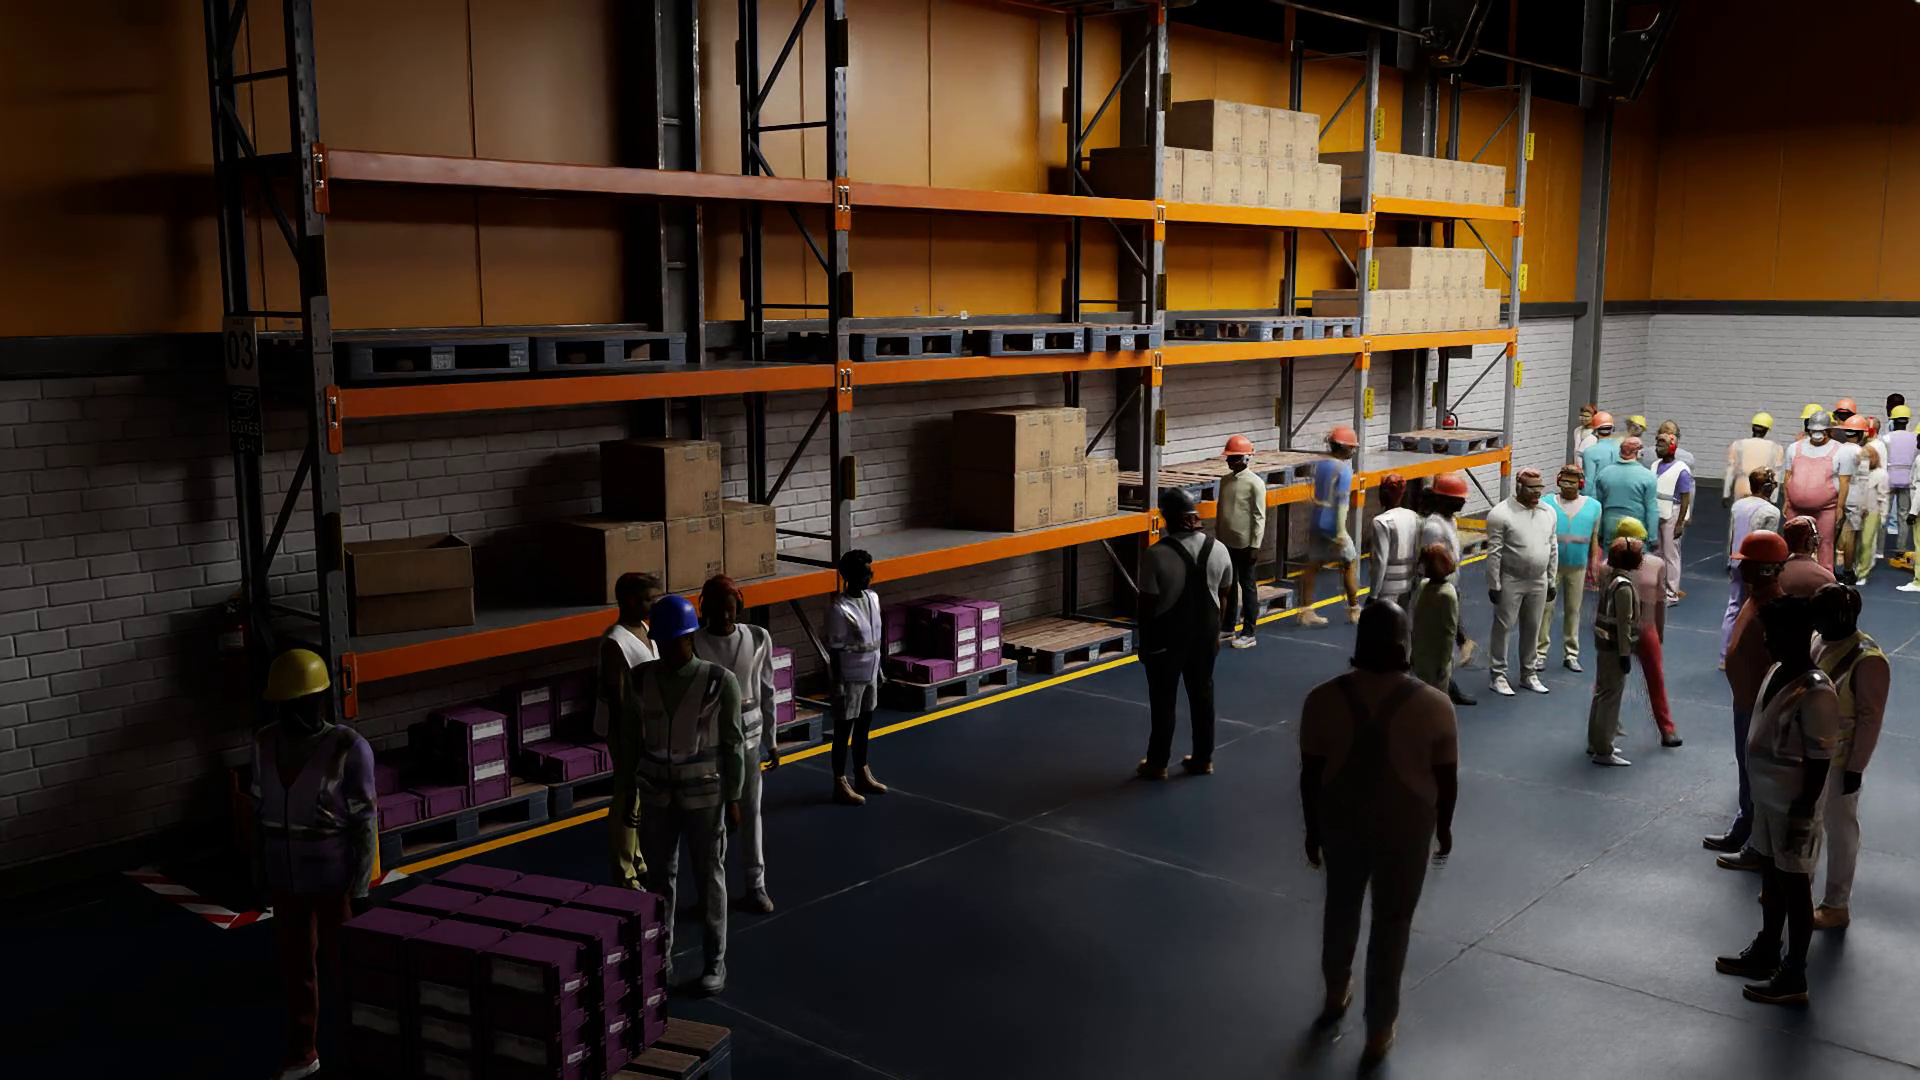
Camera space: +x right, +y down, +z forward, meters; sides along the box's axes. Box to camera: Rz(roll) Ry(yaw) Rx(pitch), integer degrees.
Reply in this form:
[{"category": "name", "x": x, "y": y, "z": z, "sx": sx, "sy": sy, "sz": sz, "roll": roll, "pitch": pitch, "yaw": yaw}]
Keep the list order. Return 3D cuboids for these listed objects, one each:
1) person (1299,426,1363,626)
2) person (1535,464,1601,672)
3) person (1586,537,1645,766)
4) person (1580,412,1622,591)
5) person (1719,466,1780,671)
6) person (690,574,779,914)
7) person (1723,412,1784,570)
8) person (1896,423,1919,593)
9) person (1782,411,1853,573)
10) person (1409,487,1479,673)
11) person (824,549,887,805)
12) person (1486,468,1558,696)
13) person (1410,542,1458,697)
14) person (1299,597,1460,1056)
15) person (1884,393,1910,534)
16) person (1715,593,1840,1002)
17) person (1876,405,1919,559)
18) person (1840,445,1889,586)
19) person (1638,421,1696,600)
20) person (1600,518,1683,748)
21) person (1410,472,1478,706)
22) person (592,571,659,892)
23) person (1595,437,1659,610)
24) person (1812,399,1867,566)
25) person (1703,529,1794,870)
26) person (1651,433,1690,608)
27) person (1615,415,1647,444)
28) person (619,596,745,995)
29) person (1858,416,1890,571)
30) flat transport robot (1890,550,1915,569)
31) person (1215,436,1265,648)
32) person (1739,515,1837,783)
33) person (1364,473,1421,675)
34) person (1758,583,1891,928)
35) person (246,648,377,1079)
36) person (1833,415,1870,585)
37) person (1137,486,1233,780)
[{"category": "person", "x": 3.780, "y": -0.132, "z": 16.538, "sx": 0.900, "sy": 2.002, "sz": 0.622, "roll": -4, "pitch": 10, "yaw": -23}, {"category": "person", "x": 5.325, "y": 0.245, "z": 14.648, "sx": 0.563, "sy": 1.839, "sz": 0.394, "roll": 1, "pitch": 9, "yaw": 9}, {"category": "person", "x": 4.670, "y": 0.785, "z": 11.831, "sx": 0.312, "sy": 1.632, "sz": 0.513, "roll": 2, "pitch": 9, "yaw": 11}, {"category": "person", "x": 7.116, "y": -0.427, "z": 18.486, "sx": 0.612, "sy": 1.991, "sz": 0.392, "roll": -4, "pitch": 10, "yaw": -23}, {"category": "person", "x": 6.895, "y": 0.276, "z": 14.473, "sx": 0.349, "sy": 1.837, "sz": 0.502, "roll": -3, "pitch": 9, "yaw": -20}, {"category": "person", "x": -1.268, "y": 1.107, "z": 8.973, "sx": 0.588, "sy": 1.878, "sz": 0.371, "roll": -4, "pitch": 10, "yaw": -25}, {"category": "person", "x": 9.332, "y": -0.552, "z": 19.583, "sx": 0.606, "sy": 1.895, "sz": 0.525, "roll": 5, "pitch": 10, "yaw": 28}, {"category": "person", "x": 10.648, "y": -0.377, "z": 18.371, "sx": 0.585, "sy": 1.929, "sz": 0.370, "roll": -7, "pitch": 11, "yaw": -38}, {"category": "person", "x": 9.396, "y": -0.426, "z": 18.325, "sx": 0.683, "sy": 2.000, "sz": 0.536, "roll": 8, "pitch": 12, "yaw": 43}, {"category": "person", "x": 4.187, "y": 0.348, "z": 14.513, "sx": 0.763, "sy": 1.668, "sz": 0.531, "roll": -1, "pitch": 9, "yaw": -5}, {"category": "person", "x": -0.690, "y": 0.891, "z": 10.966, "sx": 0.319, "sy": 1.690, "sz": 0.529, "roll": 5, "pitch": 10, "yaw": 30}, {"category": "person", "x": 4.674, "y": 0.345, "z": 13.809, "sx": 0.642, "sy": 1.902, "sz": 0.399, "roll": -2, "pitch": 9, "yaw": -15}, {"category": "person", "x": 3.275, "y": 0.824, "z": 11.574, "sx": 0.281, "sy": 1.633, "sz": 0.500, "roll": -2, "pitch": 9, "yaw": -11}, {"category": "person", "x": 1.919, "y": 1.243, "z": 7.562, "sx": 0.682, "sy": 2.000, "sz": 0.808, "roll": 4, "pitch": 10, "yaw": 24}, {"category": "person", "x": 12.756, "y": -1.037, "z": 22.667, "sx": 0.371, "sy": 1.915, "sz": 0.595, "roll": 7, "pitch": 11, "yaw": 39}, {"category": "person", "x": 3.943, "y": 1.219, "z": 7.966, "sx": 0.368, "sy": 1.963, "sz": 0.603, "roll": 1, "pitch": 9, "yaw": 4}, {"category": "person", "x": 11.551, "y": -0.703, "z": 20.527, "sx": 0.587, "sy": 1.914, "sz": 0.398, "roll": 2, "pitch": 9, "yaw": 10}, {"category": "person", "x": 10.167, "y": -0.277, "z": 18.716, "sx": 0.387, "sy": 1.608, "sz": 0.526, "roll": -7, "pitch": 12, "yaw": -40}, {"category": "person", "x": 7.626, "y": -0.304, "z": 18.010, "sx": 0.383, "sy": 1.933, "sz": 0.650, "roll": -8, "pitch": 12, "yaw": -41}, {"category": "person", "x": 4.988, "y": 0.683, "z": 12.265, "sx": 0.550, "sy": 1.701, "sz": 0.900, "roll": -1, "pitch": 9, "yaw": -5}, {"category": "person", "x": 3.812, "y": 0.383, "z": 13.565, "sx": 0.823, "sy": 1.910, "sz": 0.566, "roll": 4, "pitch": 10, "yaw": 26}, {"category": "person", "x": -1.825, "y": 1.081, "z": 9.233, "sx": 0.390, "sy": 1.844, "sz": 0.563, "roll": 1, "pitch": 9, "yaw": 3}, {"category": "person", "x": 6.637, "y": -0.077, "z": 16.552, "sx": 0.401, "sy": 1.899, "sz": 0.650, "roll": -6, "pitch": 11, "yaw": -36}, {"category": "person", "x": 10.609, "y": -0.691, "z": 20.095, "sx": 0.612, "sy": 2.029, "sz": 0.407, "roll": 5, "pitch": 10, "yaw": 28}, {"category": "person", "x": 4.657, "y": 0.927, "z": 9.745, "sx": 0.380, "sy": 1.995, "sz": 0.611, "roll": 2, "pitch": 9, "yaw": 12}, {"category": "person", "x": 7.456, "y": -0.206, "z": 17.544, "sx": 0.372, "sy": 1.840, "sz": 0.570, "roll": -2, "pitch": 9, "yaw": -12}, {"category": "person", "x": 8.501, "y": -0.742, "z": 21.397, "sx": 0.679, "sy": 1.724, "sz": 0.308, "roll": -5, "pitch": 10, "yaw": -31}, {"category": "person", "x": -1.343, "y": 1.220, "z": 8.002, "sx": 0.617, "sy": 1.946, "sz": 0.393, "roll": 1, "pitch": 9, "yaw": 10}, {"category": "person", "x": 10.834, "y": -0.547, "z": 19.778, "sx": 0.388, "sy": 1.836, "sz": 0.573, "roll": 5, "pitch": 10, "yaw": 29}, {"category": "flat transport robot", "x": 11.536, "y": 0.309, "z": 19.271, "sx": 0.652, "sy": 0.197, "sz": 1.431, "roll": -1, "pitch": 9, "yaw": -4}, {"category": "person", "x": 2.606, "y": 0.013, "z": 15.641, "sx": 0.382, "sy": 1.995, "sz": 0.612, "roll": -6, "pitch": 10, "yaw": -32}, {"category": "person", "x": 5.494, "y": 0.782, "z": 11.013, "sx": 0.394, "sy": 1.899, "sz": 0.642, "roll": -5, "pitch": 10, "yaw": -29}, {"category": "person", "x": 3.499, "y": 0.395, "z": 13.534, "sx": 0.587, "sy": 1.882, "sz": 0.341, "roll": -8, "pitch": 12, "yaw": -42}, {"category": "person", "x": 4.616, "y": 1.136, "z": 8.893, "sx": 0.429, "sy": 1.844, "sz": 0.626, "roll": -2, "pitch": 9, "yaw": -10}, {"category": "person", "x": -2.711, "y": 1.394, "z": 6.950, "sx": 0.587, "sy": 1.929, "sz": 0.361, "roll": 2, "pitch": 9, "yaw": 14}, {"category": "person", "x": 10.087, "y": -0.452, "z": 18.873, "sx": 0.380, "sy": 1.930, "sz": 0.546, "roll": -4, "pitch": 10, "yaw": -22}, {"category": "person", "x": 1.509, "y": 0.628, "z": 11.525, "sx": 0.681, "sy": 2.000, "sz": 0.535, "roll": -3, "pitch": 9, "yaw": -20}]
